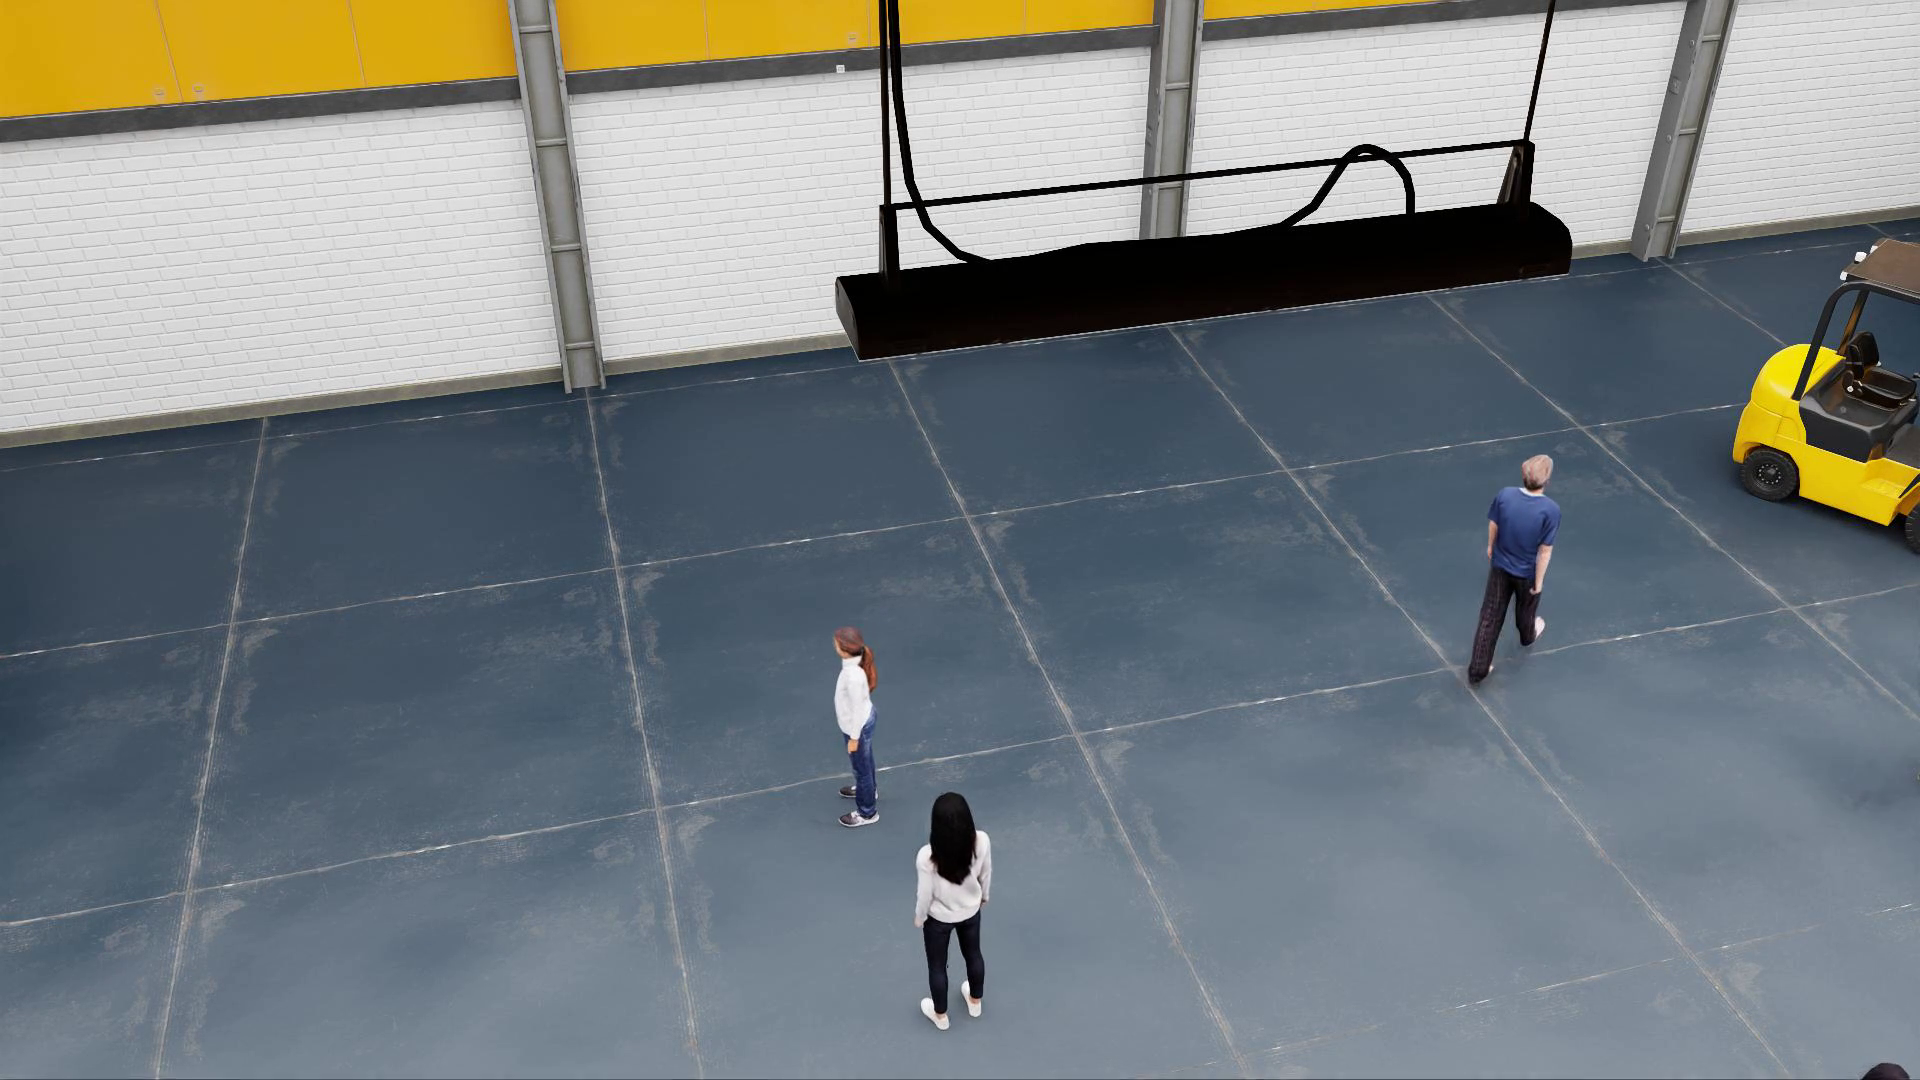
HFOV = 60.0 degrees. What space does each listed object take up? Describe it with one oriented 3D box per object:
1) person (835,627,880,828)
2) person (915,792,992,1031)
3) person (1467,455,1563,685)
[{"bbox_3d":[-0.657,1.191,10.884,0.597,1.557,0.594,0,34,0],"label":"person"},{"bbox_3d":[-0.036,2.092,9.399,0.548,1.700,0.716,-15,36,-21],"label":"person"},{"bbox_3d":[3.974,0.263,12.036,1.107,1.828,1.246,24,41,32],"label":"person"}]
